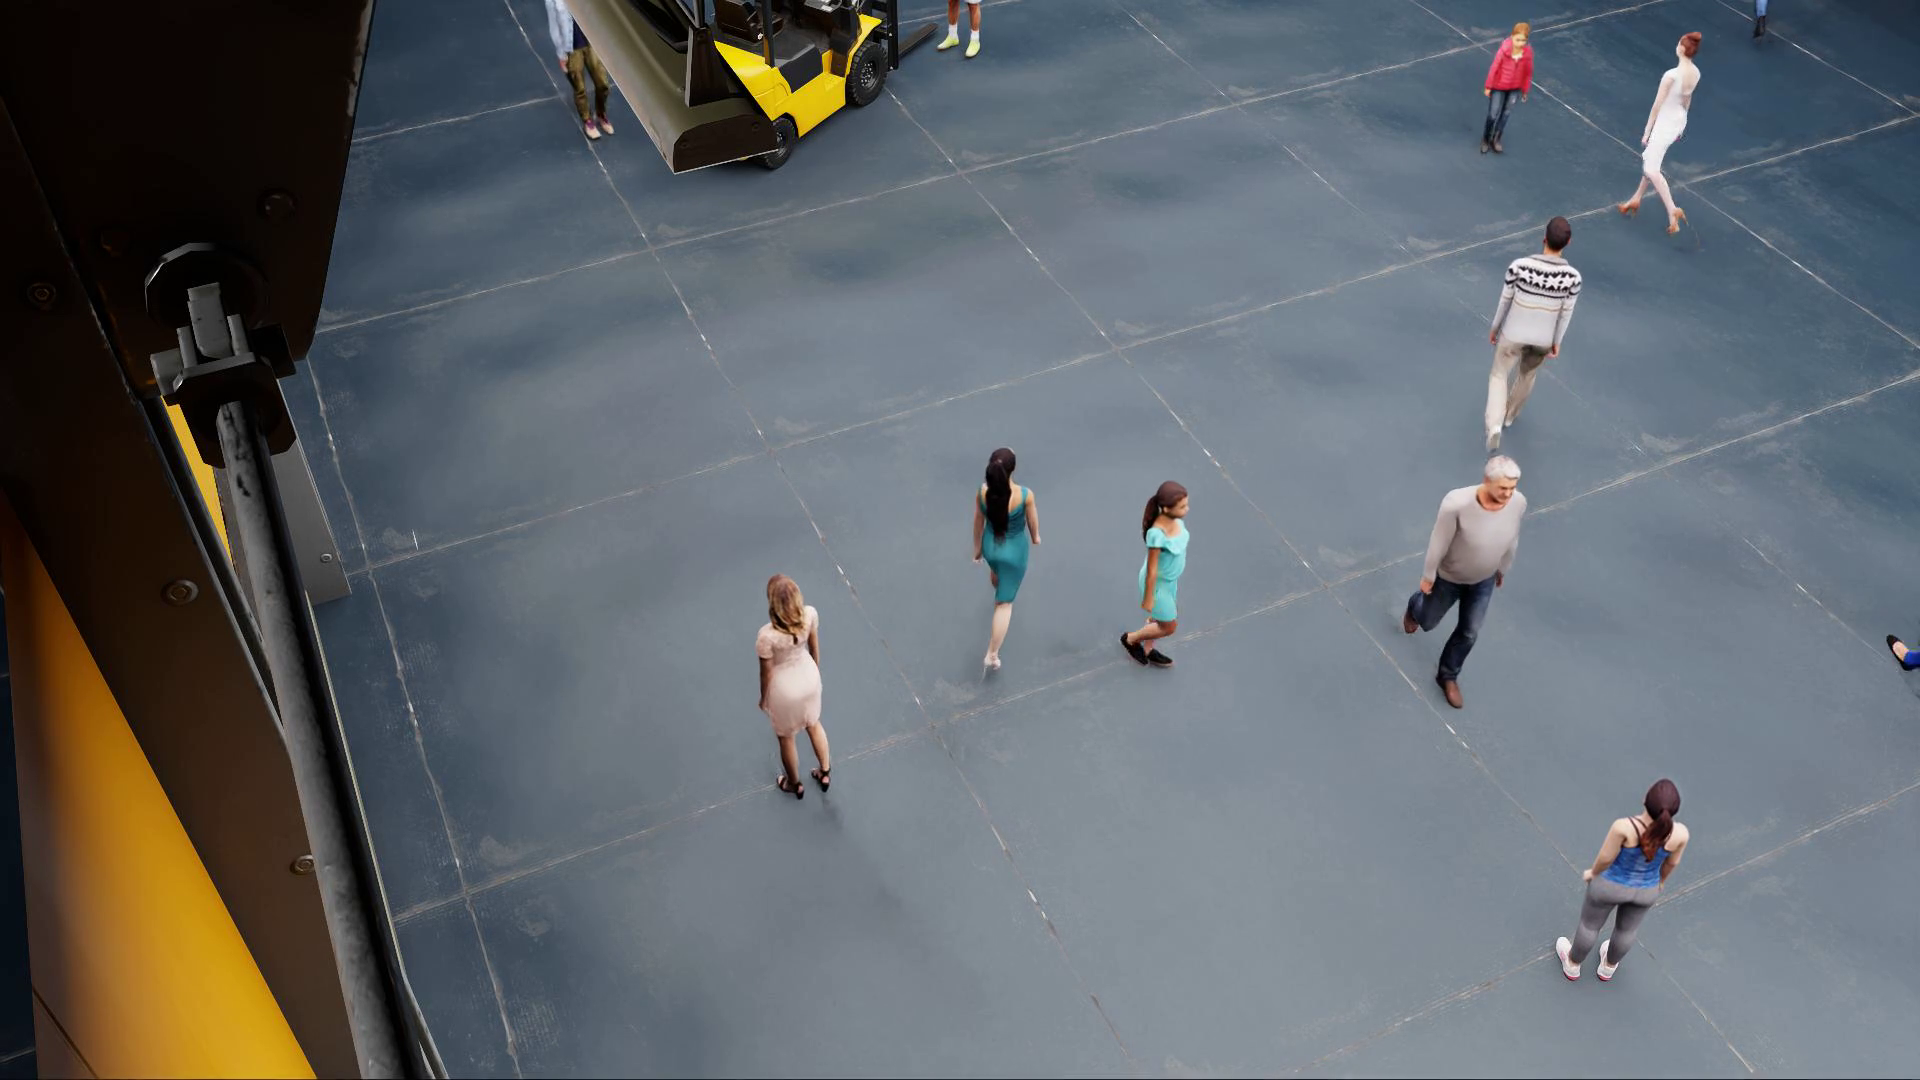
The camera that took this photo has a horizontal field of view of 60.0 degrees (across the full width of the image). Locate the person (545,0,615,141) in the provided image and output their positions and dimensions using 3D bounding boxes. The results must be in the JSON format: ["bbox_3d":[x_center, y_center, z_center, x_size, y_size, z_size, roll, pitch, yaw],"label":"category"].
[{"bbox_3d":[-3.562,-4.591,15.436,0.697,1.797,0.651,-22,48,-22],"label":"person"}]

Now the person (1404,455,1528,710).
[{"bbox_3d":[3.114,0.156,10.387,0.954,1.890,1.151,-4,44,-4],"label":"person"}]

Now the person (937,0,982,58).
[{"bbox_3d":[0.031,-5.762,16.635,0.696,1.839,0.782,20,47,19],"label":"person"}]

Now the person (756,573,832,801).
[{"bbox_3d":[-0.960,0.876,9.673,0.621,1.831,0.595,-30,51,-27],"label":"person"}]

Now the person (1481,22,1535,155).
[{"bbox_3d":[5.047,-4.223,15.406,0.616,1.306,0.634,-2,44,-2],"label":"person"}]

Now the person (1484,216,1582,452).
[{"bbox_3d":[4.143,-1.454,12.123,1.025,1.826,1.121,10,45,10],"label":"person"}]

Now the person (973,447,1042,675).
[{"bbox_3d":[0.269,0.142,10.580,0.991,1.642,1.059,13,45,13],"label":"person"}]

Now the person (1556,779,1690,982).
[{"bbox_3d":[3.539,1.818,8.845,0.656,1.610,0.687,5,44,5],"label":"person"}]

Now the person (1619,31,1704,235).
[{"bbox_3d":[6.111,-3.431,14.242,0.648,1.765,0.990,-26,49,-25],"label":"person"}]

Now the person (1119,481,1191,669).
[{"bbox_3d":[1.204,0.228,10.558,0.759,1.550,0.703,19,47,19],"label":"person"}]
